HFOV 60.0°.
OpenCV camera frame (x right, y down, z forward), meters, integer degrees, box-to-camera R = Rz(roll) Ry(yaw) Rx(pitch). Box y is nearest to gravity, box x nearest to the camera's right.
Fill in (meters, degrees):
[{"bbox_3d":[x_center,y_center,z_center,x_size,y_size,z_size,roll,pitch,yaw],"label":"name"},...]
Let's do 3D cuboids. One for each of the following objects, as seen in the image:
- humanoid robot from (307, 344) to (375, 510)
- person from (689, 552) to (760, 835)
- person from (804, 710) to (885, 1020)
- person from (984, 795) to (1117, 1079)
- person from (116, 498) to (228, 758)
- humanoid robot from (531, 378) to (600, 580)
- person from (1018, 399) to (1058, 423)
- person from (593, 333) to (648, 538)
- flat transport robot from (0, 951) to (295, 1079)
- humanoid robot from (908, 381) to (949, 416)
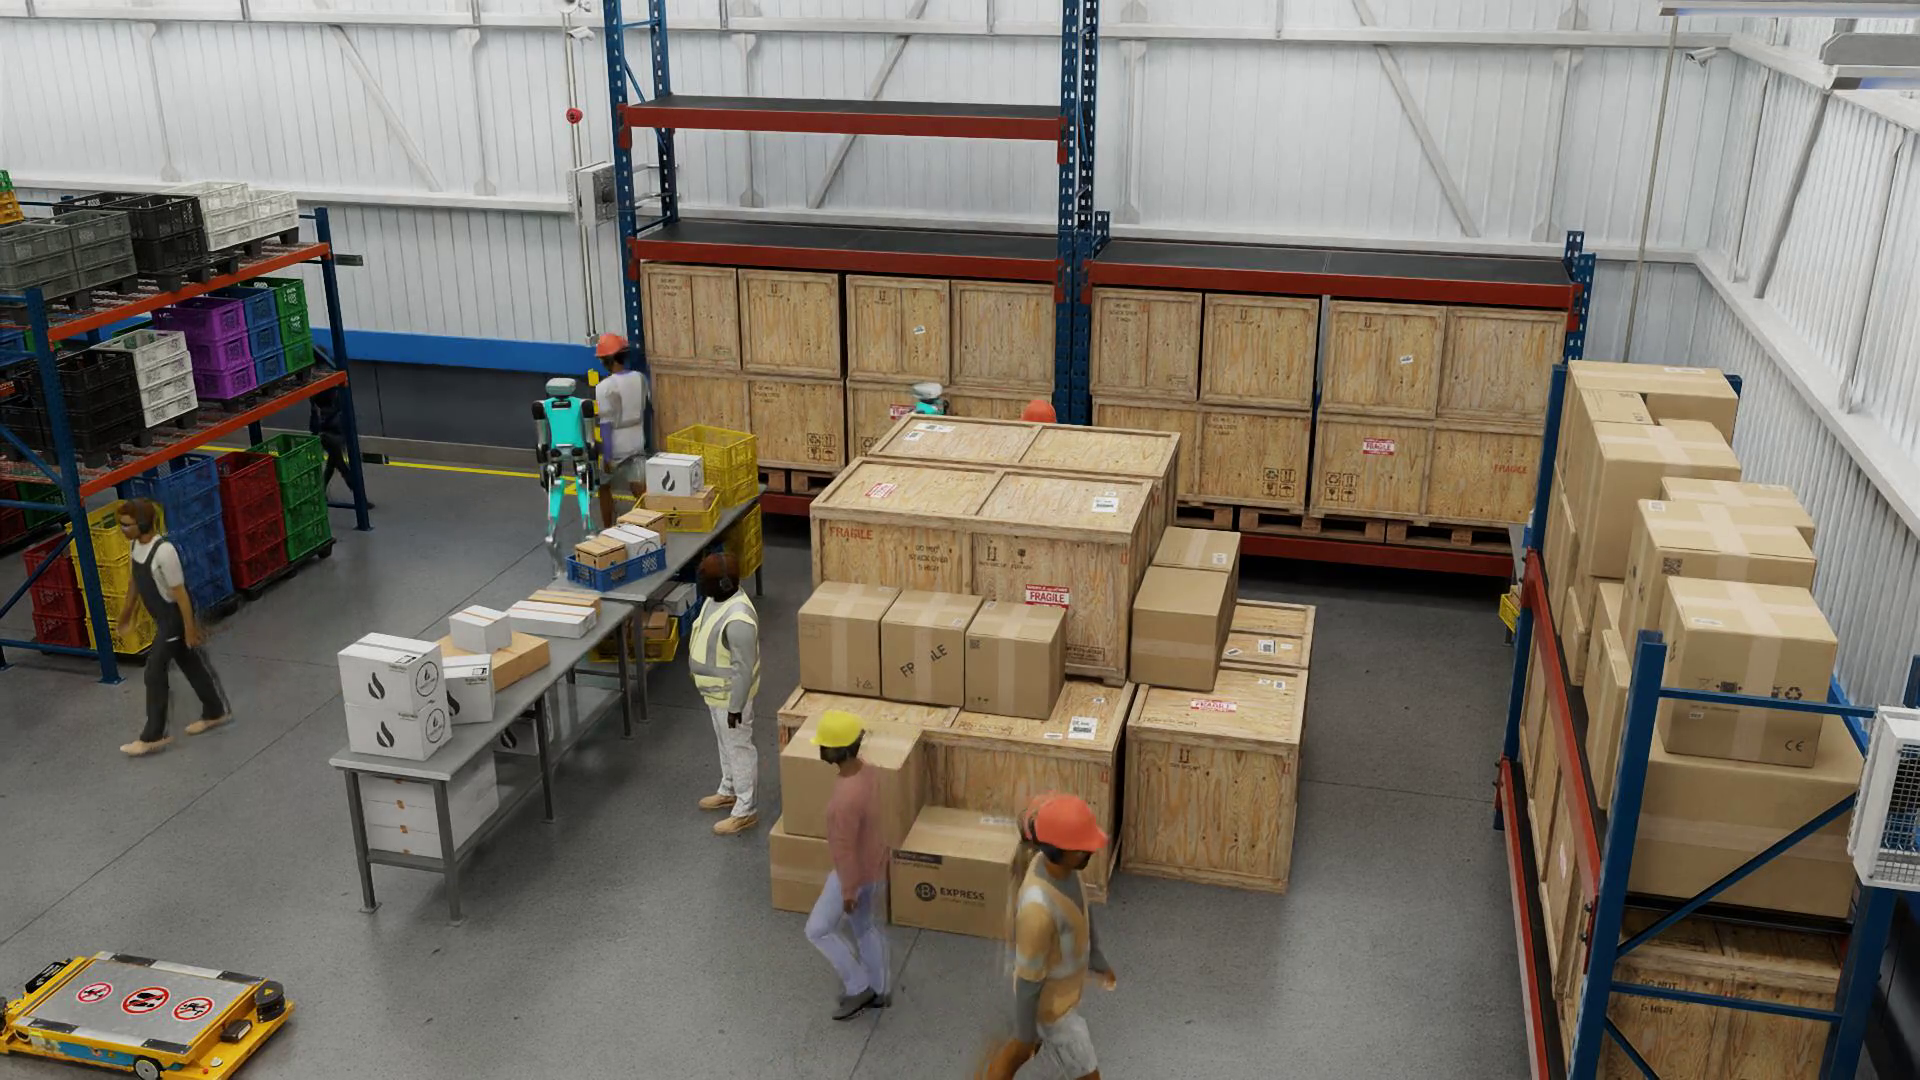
[{"bbox_3d":[-6.067,-1.067,15.914,0.761,1.633,0.599,3,21,7],"label":"humanoid robot"},{"bbox_3d":[-1.463,0.938,10.388,0.429,1.845,0.626,-8,22,-21],"label":"person"},{"bbox_3d":[-0.583,1.682,8.558,0.418,1.748,0.557,2,21,6],"label":"person"},{"bbox_3d":[0.456,2.001,7.406,1.051,1.989,0.609,4,21,10],"label":"person"},{"bbox_3d":[-5.536,0.584,11.366,0.871,1.807,0.513,-17,27,-38],"label":"person"},{"bbox_3d":[-3.350,-0.466,14.146,0.544,1.749,0.674,-1,21,-3],"label":"humanoid robot"},{"bbox_3d":[0.626,-0.172,13.159,0.358,1.939,0.542,6,22,15],"label":"person"},{"bbox_3d":[-3.085,-0.858,14.845,0.815,2.013,0.625,14,25,32],"label":"person"},{"bbox_3d":[-4.270,2.464,8.601,1.431,0.231,0.659,5,22,13],"label":"flat transport robot"},{"bbox_3d":[-0.486,-0.503,14.373,0.729,1.831,0.541,11,24,27],"label":"humanoid robot"}]
